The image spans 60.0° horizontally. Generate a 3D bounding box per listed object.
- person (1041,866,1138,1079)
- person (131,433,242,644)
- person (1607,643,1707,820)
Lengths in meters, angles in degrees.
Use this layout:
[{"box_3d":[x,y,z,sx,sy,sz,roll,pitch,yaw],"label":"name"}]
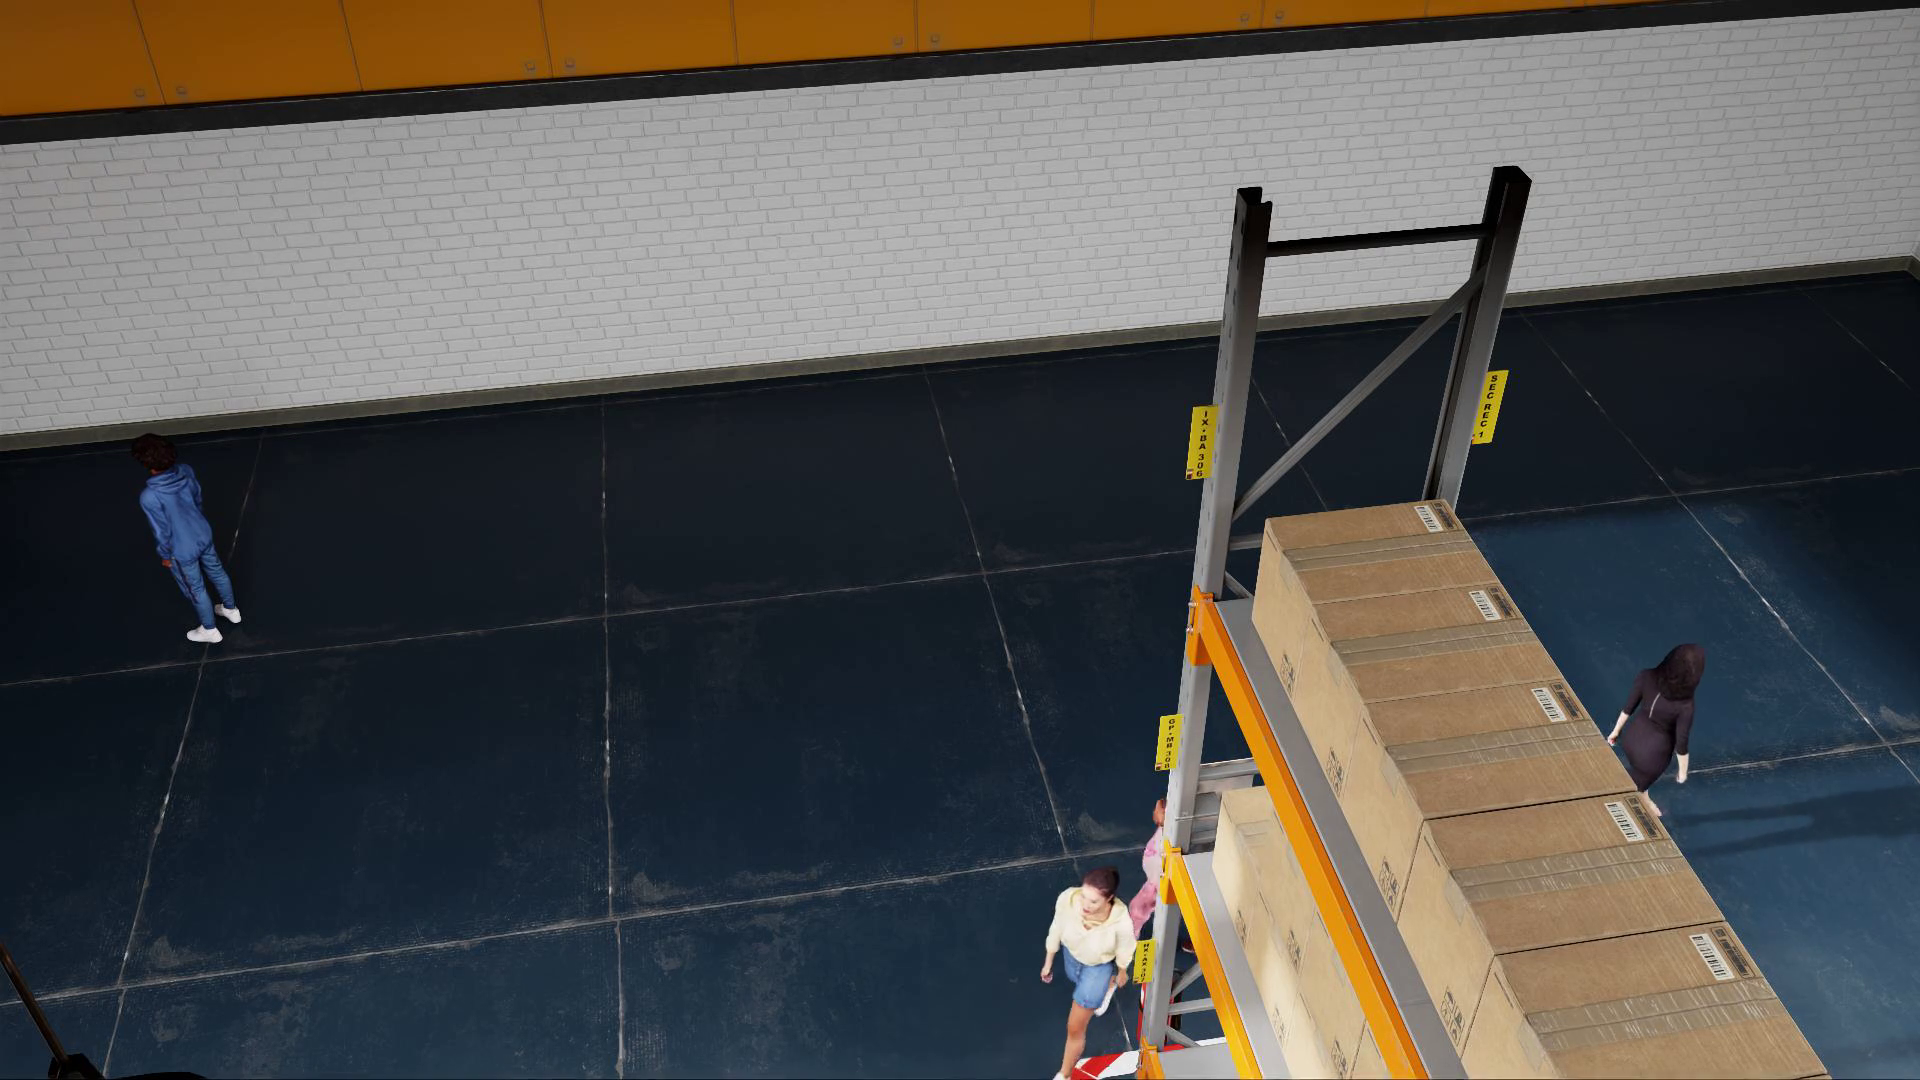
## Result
[{"box_3d":[0.763,2.364,9.464,1.141,1.592,1.196,24,45,27],"label":"person"},{"box_3d":[-5.720,-0.024,12.279,0.821,1.811,0.695,12,40,15],"label":"person"},{"box_3d":[4.255,1.410,10.536,0.871,1.745,1.136,-14,41,-17],"label":"person"}]
